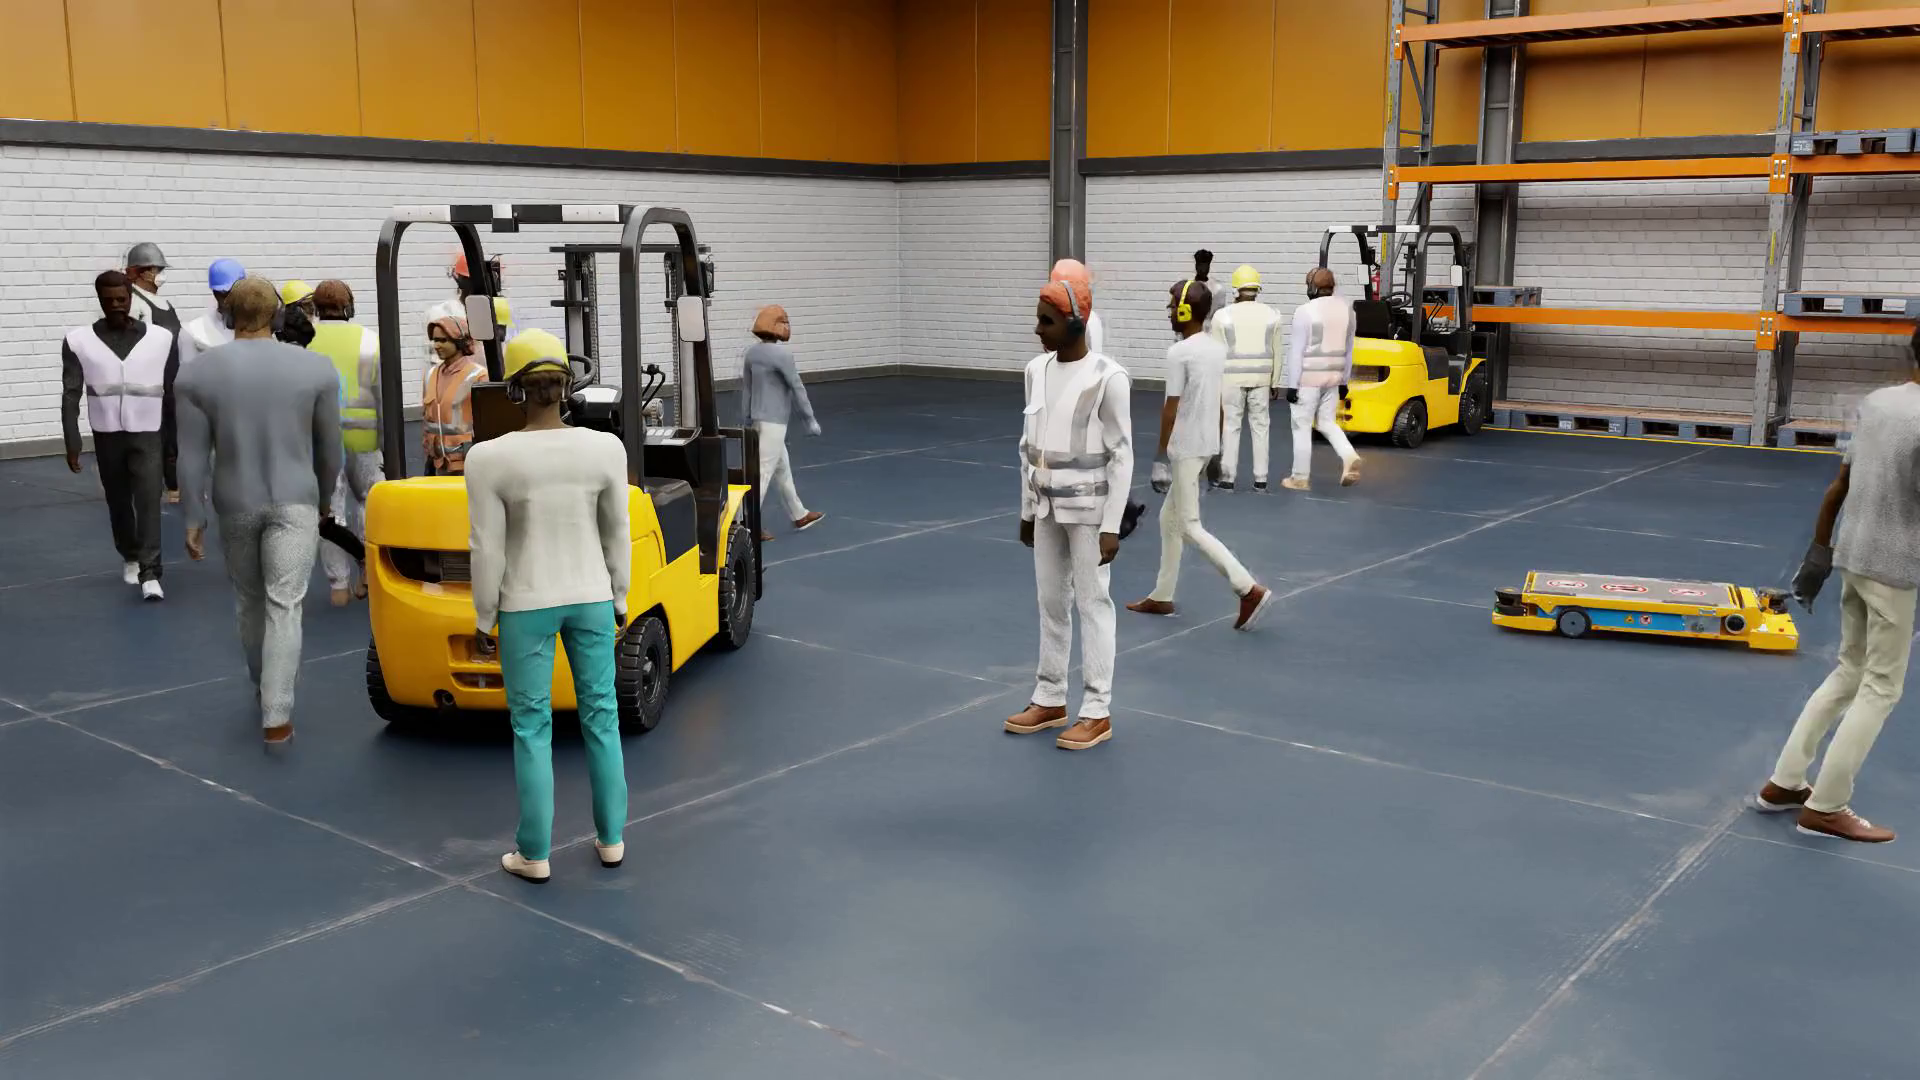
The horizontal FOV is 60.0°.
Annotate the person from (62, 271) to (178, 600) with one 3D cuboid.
[{"bbox_3d":[-4.813,-0.609,9.573,0.613,1.864,1.025,-5,11,-27],"label":"person"}]

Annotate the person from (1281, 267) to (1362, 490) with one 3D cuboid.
[{"bbox_3d":[2.923,-1.286,13.429,0.637,1.820,0.662,-6,12,-30],"label":"person"}]

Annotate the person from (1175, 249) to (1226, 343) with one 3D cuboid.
[{"bbox_3d":[2.763,-2.381,19.219,0.612,1.925,0.745,1,10,6],"label":"person"}]

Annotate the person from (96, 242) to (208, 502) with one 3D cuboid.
[{"bbox_3d":[-6.219,-1.272,12.746,0.677,2.000,0.697,0,10,0],"label":"person"}]

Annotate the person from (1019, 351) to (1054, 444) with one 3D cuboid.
[{"bbox_3d":[1.040,-1.690,15.777,0.941,1.787,0.617,6,12,31],"label":"person"}]

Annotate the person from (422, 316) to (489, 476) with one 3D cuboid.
[{"bbox_3d":[-2.711,-0.396,9.029,0.515,1.632,0.311,7,12,32],"label":"person"}]

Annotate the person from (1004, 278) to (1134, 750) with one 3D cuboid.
[{"bbox_3d":[0.445,-0.103,6.703,0.358,1.885,0.574,-8,13,-39],"label":"person"}]

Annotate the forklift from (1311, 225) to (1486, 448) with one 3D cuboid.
[{"bbox_3d":[4.449,-2.115,16.993,1.214,2.155,2.313,8,13,38],"label":"forklift"}]

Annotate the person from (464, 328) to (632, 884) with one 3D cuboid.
[{"bbox_3d":[-1.299,0.212,5.300,0.522,1.765,0.317,-6,12,-30],"label":"person"}]

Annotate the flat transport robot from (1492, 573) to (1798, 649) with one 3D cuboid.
[{"bbox_3d":[3.549,0.348,8.674,1.431,0.197,0.652,4,11,21],"label":"flat transport robot"}]

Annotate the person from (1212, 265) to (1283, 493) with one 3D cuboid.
[{"bbox_3d":[2.295,-1.286,13.401,0.588,1.832,0.404,-1,10,-4],"label":"person"}]

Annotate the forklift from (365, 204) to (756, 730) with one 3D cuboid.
[{"bbox_3d":[-1.766,-0.406,7.525,1.214,2.155,2.313,1,10,7],"label":"forklift"}]

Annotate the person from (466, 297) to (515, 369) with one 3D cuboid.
[{"bbox_3d":[-2.858,-0.594,9.881,0.512,1.720,0.833,8,13,39],"label":"person"}]

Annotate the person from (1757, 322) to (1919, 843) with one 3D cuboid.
[{"bbox_3d":[3.096,0.128,5.577,0.455,1.828,0.564,0,10,-1],"label":"person"}]

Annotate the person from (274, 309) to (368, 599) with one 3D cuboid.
[{"bbox_3d":[-3.517,-0.420,9.039,0.534,1.678,0.721,4,11,19],"label":"person"}]

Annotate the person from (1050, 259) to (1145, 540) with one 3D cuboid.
[{"bbox_3d":[0.824,-0.860,10.815,0.646,1.915,0.567,4,11,22],"label":"person"}]

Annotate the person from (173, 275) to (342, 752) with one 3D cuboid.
[{"bbox_3d":[-2.864,-0.138,6.892,0.620,1.880,0.992,-2,11,-13],"label":"person"}]

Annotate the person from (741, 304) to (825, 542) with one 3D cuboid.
[{"bbox_3d":[-1.199,-0.791,11.323,0.822,1.594,0.511,-8,13,-36],"label":"person"}]

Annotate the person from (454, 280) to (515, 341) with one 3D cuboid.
[{"bbox_3d":[-3.522,-1.105,12.159,0.627,1.916,0.567,2,10,11],"label":"person"}]

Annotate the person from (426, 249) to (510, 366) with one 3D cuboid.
[{"bbox_3d":[-3.243,-0.945,11.120,1.062,1.973,0.629,6,12,30],"label":"person"}]

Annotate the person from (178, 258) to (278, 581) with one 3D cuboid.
[{"bbox_3d":[-4.231,-0.681,9.791,0.642,1.919,0.749,-7,12,-34],"label":"person"}]

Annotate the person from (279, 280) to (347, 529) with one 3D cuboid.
[{"bbox_3d":[-4.492,-0.903,11.488,0.326,1.760,0.524,2,11,13],"label":"person"}]

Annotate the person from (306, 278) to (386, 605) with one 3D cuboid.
[{"bbox_3d":[-3.476,-0.542,9.318,0.629,1.825,0.456,-3,11,-16],"label":"person"}]

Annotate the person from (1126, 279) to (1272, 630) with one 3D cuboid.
[{"bbox_3d":[1.260,-0.447,8.756,0.860,1.843,0.523,7,13,36],"label":"person"}]
